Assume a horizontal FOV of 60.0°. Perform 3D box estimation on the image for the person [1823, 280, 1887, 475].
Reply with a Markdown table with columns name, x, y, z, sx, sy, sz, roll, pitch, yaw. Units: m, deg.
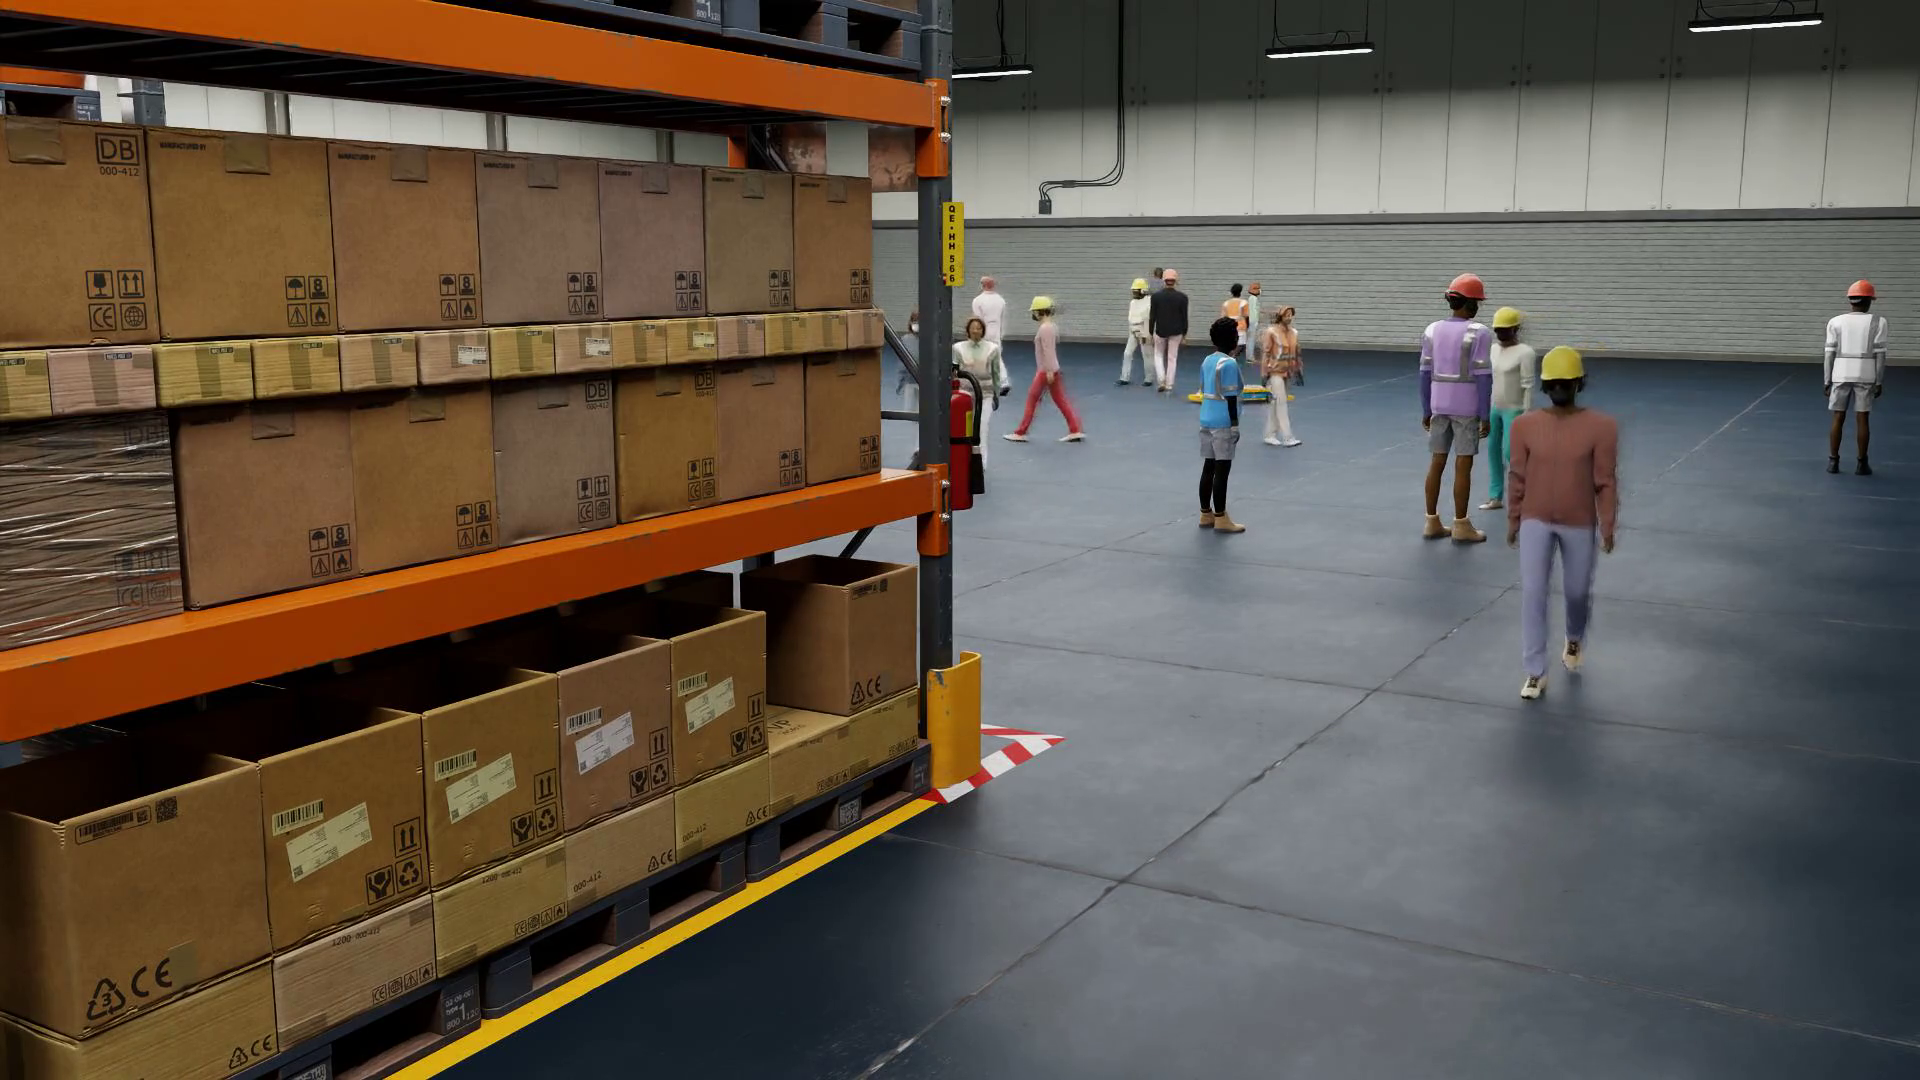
| name | x | y | z | sx | sy | sz | roll | pitch | yaw |
| --- | --- | --- | --- | --- | --- | --- | --- | --- | --- |
| person | 8.930 | -1.615 | 16.617 | 0.543 | 1.932 | 0.376 | 7 | 12 | 35 |

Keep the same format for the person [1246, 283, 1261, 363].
| name | x | y | z | sx | sy | sz | roll | pitch | yaw |
| --- | --- | --- | --- | --- | --- | --- | --- | --- | --- |
| person | 5.997 | -4.424 | 33.927 | 0.279 | 1.634 | 0.498 | -1 | 10 | -3 |

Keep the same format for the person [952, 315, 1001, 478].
| name | x | y | z | sx | sy | sz | roll | pitch | yaw |
| --- | --- | --- | --- | --- | --- | --- | --- | --- | --- |
| person | 0.147 | -1.435 | 16.535 | 0.520 | 1.602 | 0.855 | 0 | 10 | 1 |

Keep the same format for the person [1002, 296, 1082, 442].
| name | x | y | z | sx | sy | sz | roll | pitch | yaw |
| --- | --- | --- | --- | --- | --- | --- | --- | --- | --- |
| person | 1.000 | -1.988 | 19.436 | 0.926 | 1.708 | 0.532 | 2 | 10 | 11 |

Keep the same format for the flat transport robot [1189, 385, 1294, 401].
| name | x | y | z | sx | sy | sz | roll | pitch | yaw |
| --- | --- | --- | --- | --- | --- | --- | --- | --- | --- |
| flat transport robot | 4.198 | -2.184 | 24.799 | 1.431 | 0.197 | 0.652 | -4 | 10 | -22 |

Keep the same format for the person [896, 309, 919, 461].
| name | x | y | z | sx | sy | sz | roll | pitch | yaw |
| --- | --- | --- | --- | --- | --- | --- | --- | --- | --- |
| person | -0.400 | -1.681 | 17.906 | 0.497 | 1.616 | 0.586 | 6 | 12 | 33 |

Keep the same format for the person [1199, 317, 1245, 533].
| name | x | y | z | sx | sy | sz | roll | pitch | yaw |
| --- | --- | --- | --- | --- | --- | --- | --- | --- | --- |
| person | 2.072 | -0.911 | 13.176 | 0.320 | 1.698 | 0.531 | -3 | 10 | -15 |

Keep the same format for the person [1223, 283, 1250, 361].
| name | x | y | z | sx | sy | sz | roll | pitch | yaw |
| --- | --- | --- | --- | --- | --- | --- | --- | --- | --- |
| person | 5.082 | -3.907 | 30.740 | 0.546 | 1.682 | 0.552 | 7 | 12 | 37 |

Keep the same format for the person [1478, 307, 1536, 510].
| name | x | y | z | sx | sy | sz | roll | pitch | yaw |
| --- | --- | --- | --- | --- | --- | --- | --- | --- | --- |
| person | 4.670 | -1.116 | 14.231 | 0.441 | 1.756 | 0.539 | -7 | 12 | -34 |

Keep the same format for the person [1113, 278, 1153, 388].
| name | x | y | z | sx | sy | sz | roll | pitch | yaw |
| --- | --- | --- | --- | --- | --- | --- | --- | --- | --- |
| person | 2.880 | -3.383 | 27.355 | 0.791 | 1.804 | 0.597 | -6 | 12 | -33 |

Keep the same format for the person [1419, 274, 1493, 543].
| name | x | y | z | sx | sy | sz | roll | pitch | yaw |
| --- | --- | --- | --- | --- | --- | --- | --- | --- | --- |
| person | 3.803 | -1.000 | 12.690 | 0.392 | 2.041 | 0.615 | -7 | 12 | -36 |

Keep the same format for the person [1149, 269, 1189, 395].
| name | x | y | z | sx | sy | sz | roll | pitch | yaw |
| --- | --- | --- | --- | --- | --- | --- | --- | --- | --- |
| person | 3.279 | -3.264 | 26.129 | 0.634 | 1.975 | 0.442 | 0 | 10 | 2 |

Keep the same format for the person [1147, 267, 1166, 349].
| name | x | y | z | sx | sy | sz | roll | pitch | yaw |
| --- | --- | --- | --- | --- | --- | --- | --- | --- | --- |
| person | 4.624 | -5.388 | 38.722 | 0.593 | 1.925 | 0.669 | -6 | 12 | -33 |

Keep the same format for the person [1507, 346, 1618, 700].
| name | x | y | z | sx | sy | sz | roll | pitch | yaw |
| --- | --- | --- | --- | --- | --- | --- | --- | --- | --- |
| person | 3.024 | -0.113 | 8.371 | 0.530 | 1.737 | 0.757 | 5 | 11 | 26 |

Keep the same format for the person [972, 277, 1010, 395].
| name | x | y | z | sx | sy | sz | roll | pitch | yaw |
| --- | --- | --- | --- | --- | --- | --- | --- | --- | --- |
| person | 0.457 | -3.196 | 26.078 | 0.657 | 1.864 | 0.978 | -7 | 12 | -35 |

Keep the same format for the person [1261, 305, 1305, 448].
| name | x | y | z | sx | sy | sz | roll | pitch | yaw |
| --- | --- | --- | --- | --- | --- | --- | --- | --- | --- |
| person | 3.736 | -1.848 | 18.888 | 0.541 | 1.606 | 0.758 | -7 | 12 | -36 |
